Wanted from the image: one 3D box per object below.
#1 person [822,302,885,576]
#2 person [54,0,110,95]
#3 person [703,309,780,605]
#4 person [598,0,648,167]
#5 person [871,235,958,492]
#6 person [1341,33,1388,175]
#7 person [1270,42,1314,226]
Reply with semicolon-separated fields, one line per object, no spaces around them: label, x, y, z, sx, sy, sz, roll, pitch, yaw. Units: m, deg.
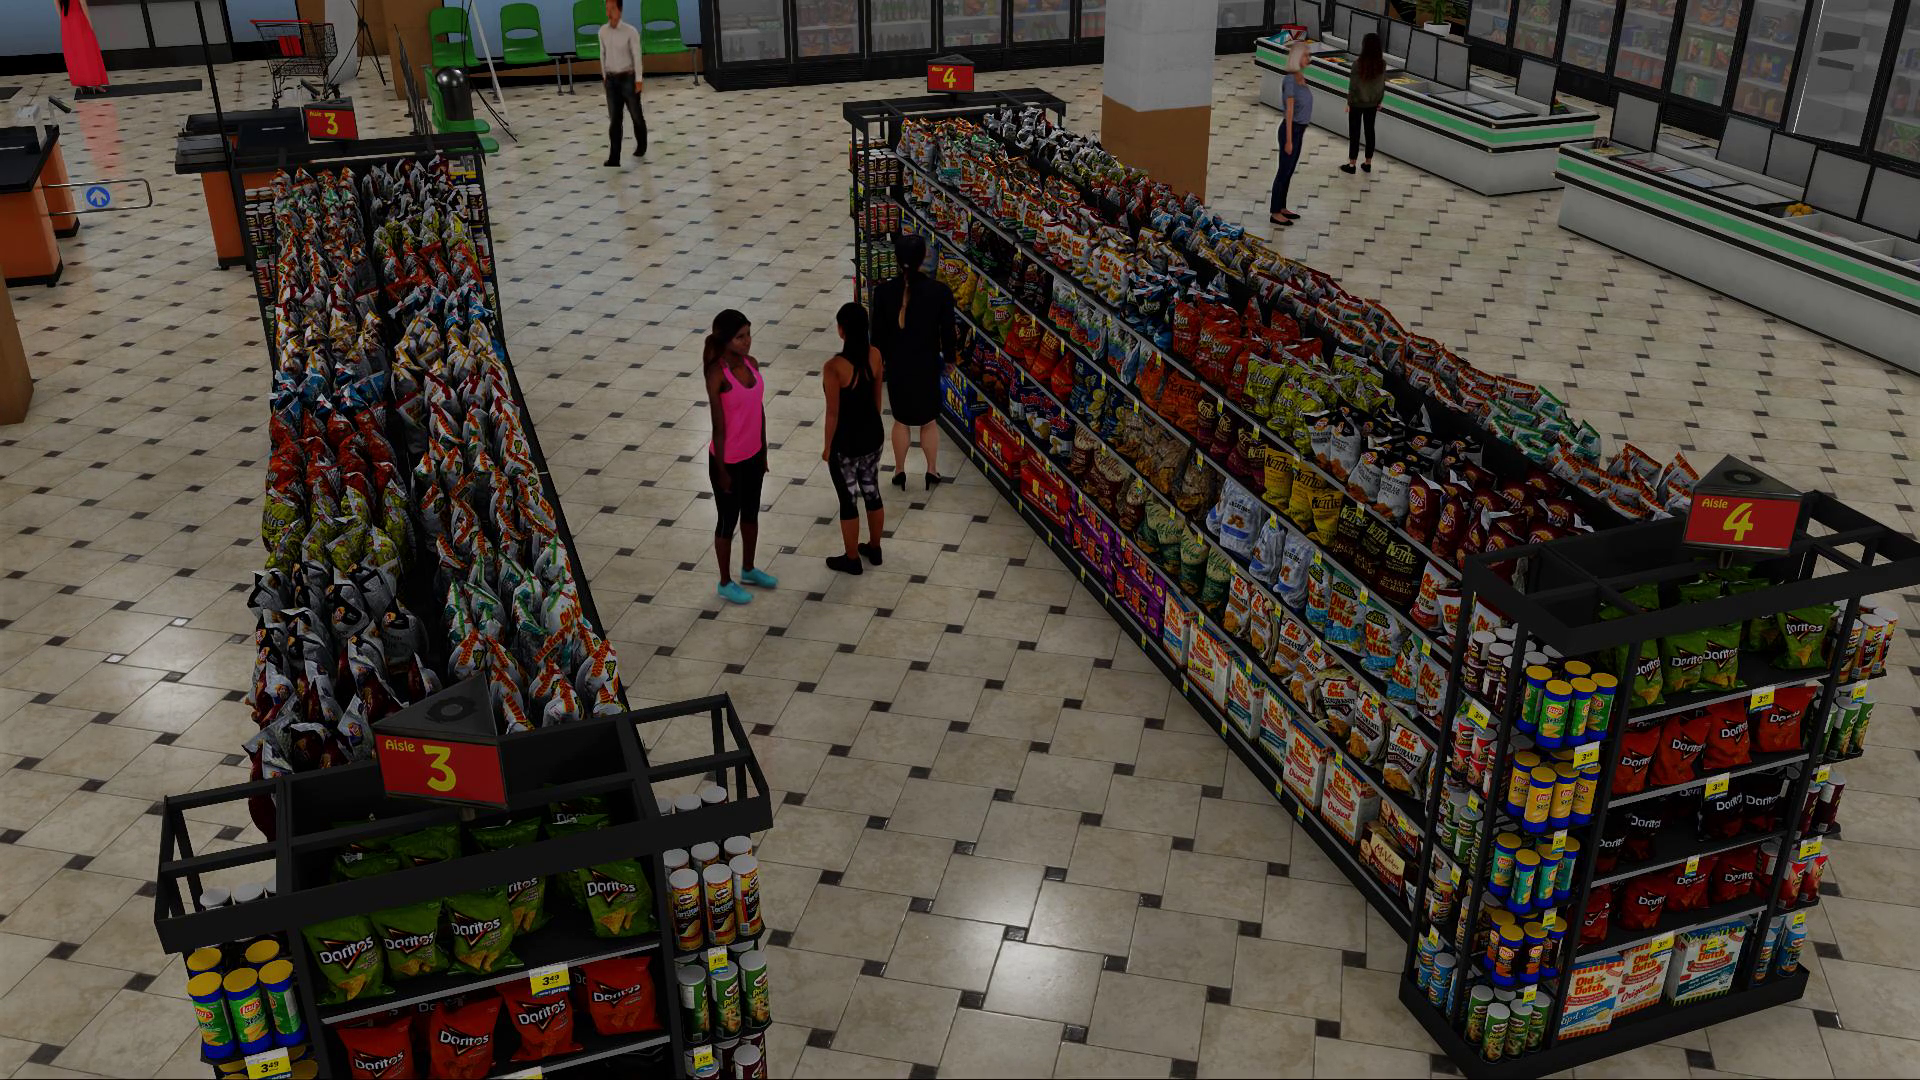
person;-0.602;-0.593;9.585;0.643;1.661;0.649;24;35;38
person;-11.385;-6.625;21.407;0.704;1.727;0.712;3;27;6
person;-1.254;-0.469;9.273;0.679;1.722;0.639;21;33;35
person;-3.629;-4.998;18.163;1.116;1.760;1.282;7;28;13
person;-0.302;-1.107;10.589;0.789;1.671;0.767;1;27;2
person;4.351;-4.698;17.884;0.588;1.477;0.528;-7;28;-13
person;3.215;-3.950;16.140;0.713;1.720;0.655;12;29;23
